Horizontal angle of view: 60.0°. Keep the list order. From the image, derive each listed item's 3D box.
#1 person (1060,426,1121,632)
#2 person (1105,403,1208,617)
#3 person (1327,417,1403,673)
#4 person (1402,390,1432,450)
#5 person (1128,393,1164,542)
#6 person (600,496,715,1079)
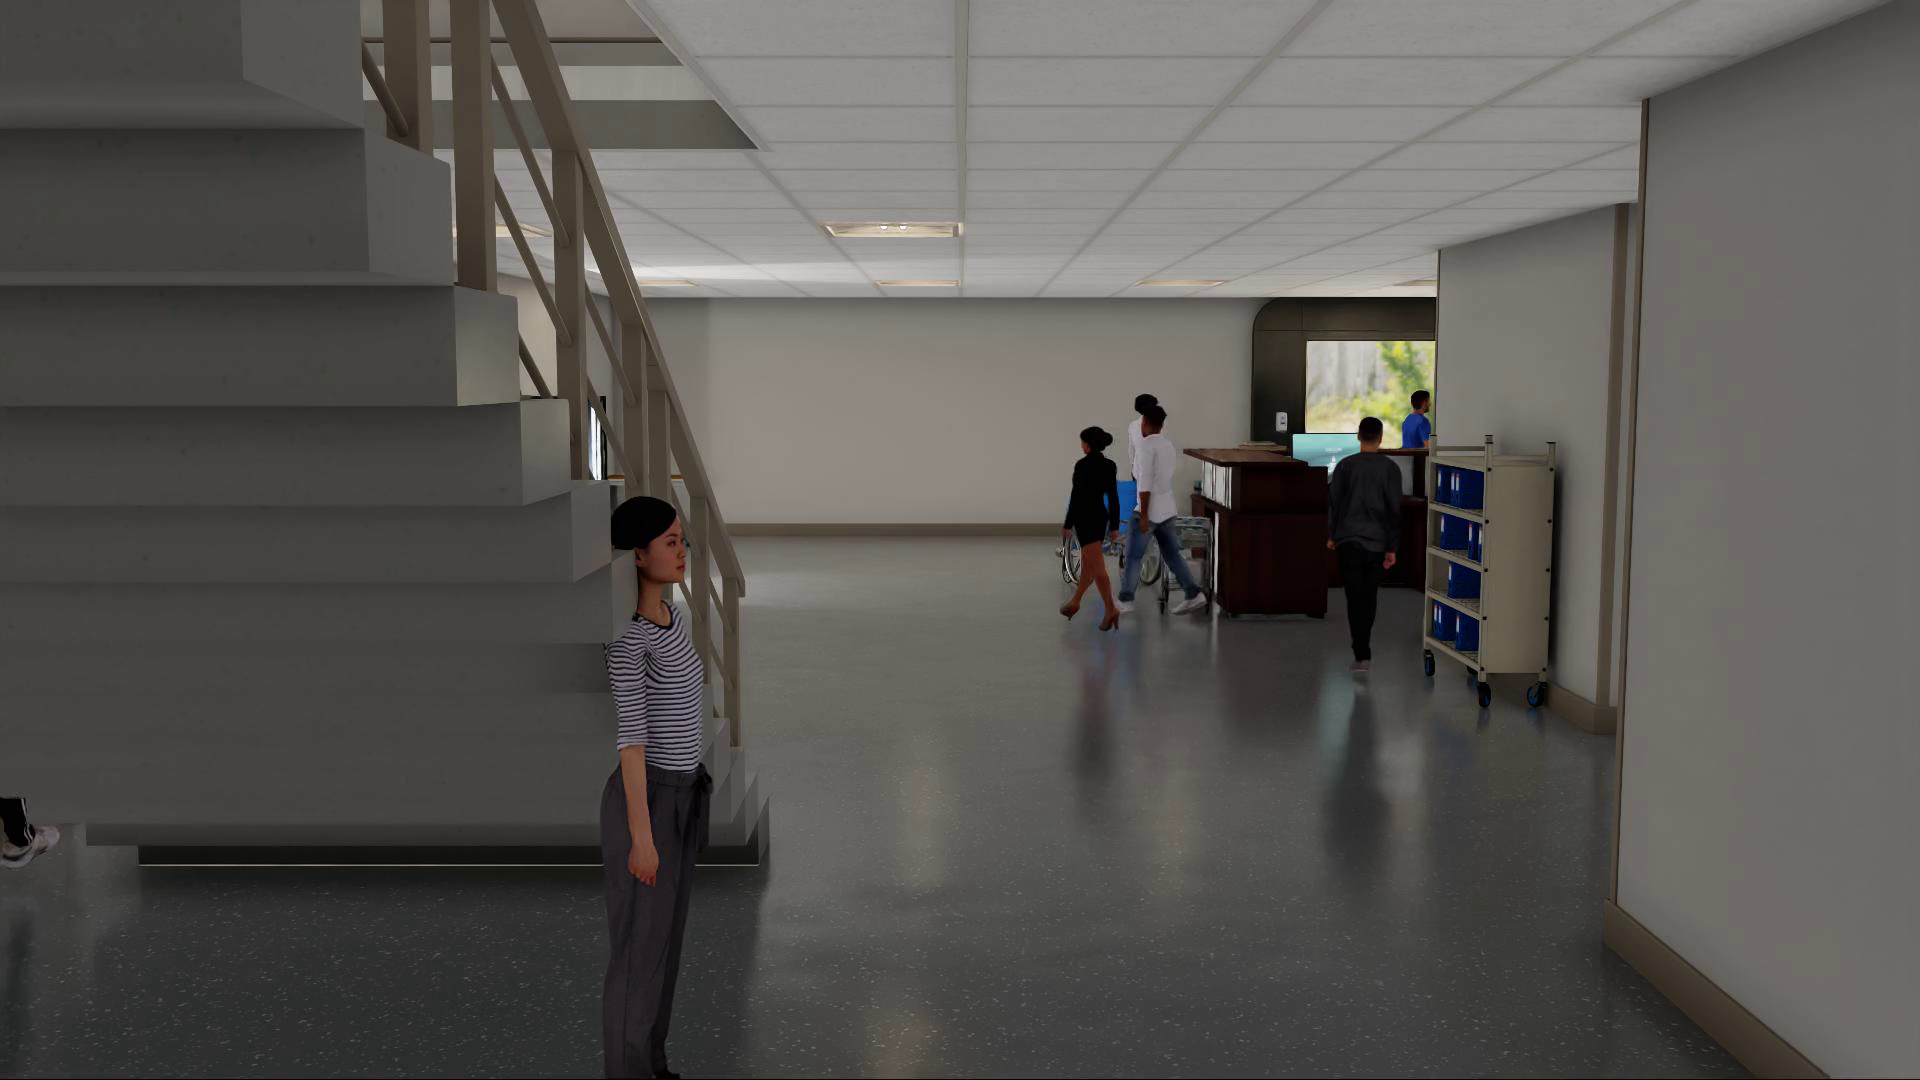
[{"bbox_3d":[1.092,-0.057,13.088,0.951,1.599,1.059,-5,7,-39],"label":"person"},{"bbox_3d":[1.716,-0.229,13.939,1.178,1.771,1.162,4,7,37],"label":"person"},{"bbox_3d":[2.733,0.072,11.257,0.693,1.708,1.174,0,6,4],"label":"person"},{"bbox_3d":[4.990,-0.717,18.576,0.809,1.814,1.208,-1,6,-8],"label":"person"},{"bbox_3d":[2.285,-0.895,20.368,0.725,1.809,0.752,4,7,34],"label":"person"},{"bbox_3d":[-0.850,0.741,4.491,0.666,1.733,0.477,0,6,5],"label":"person"}]
